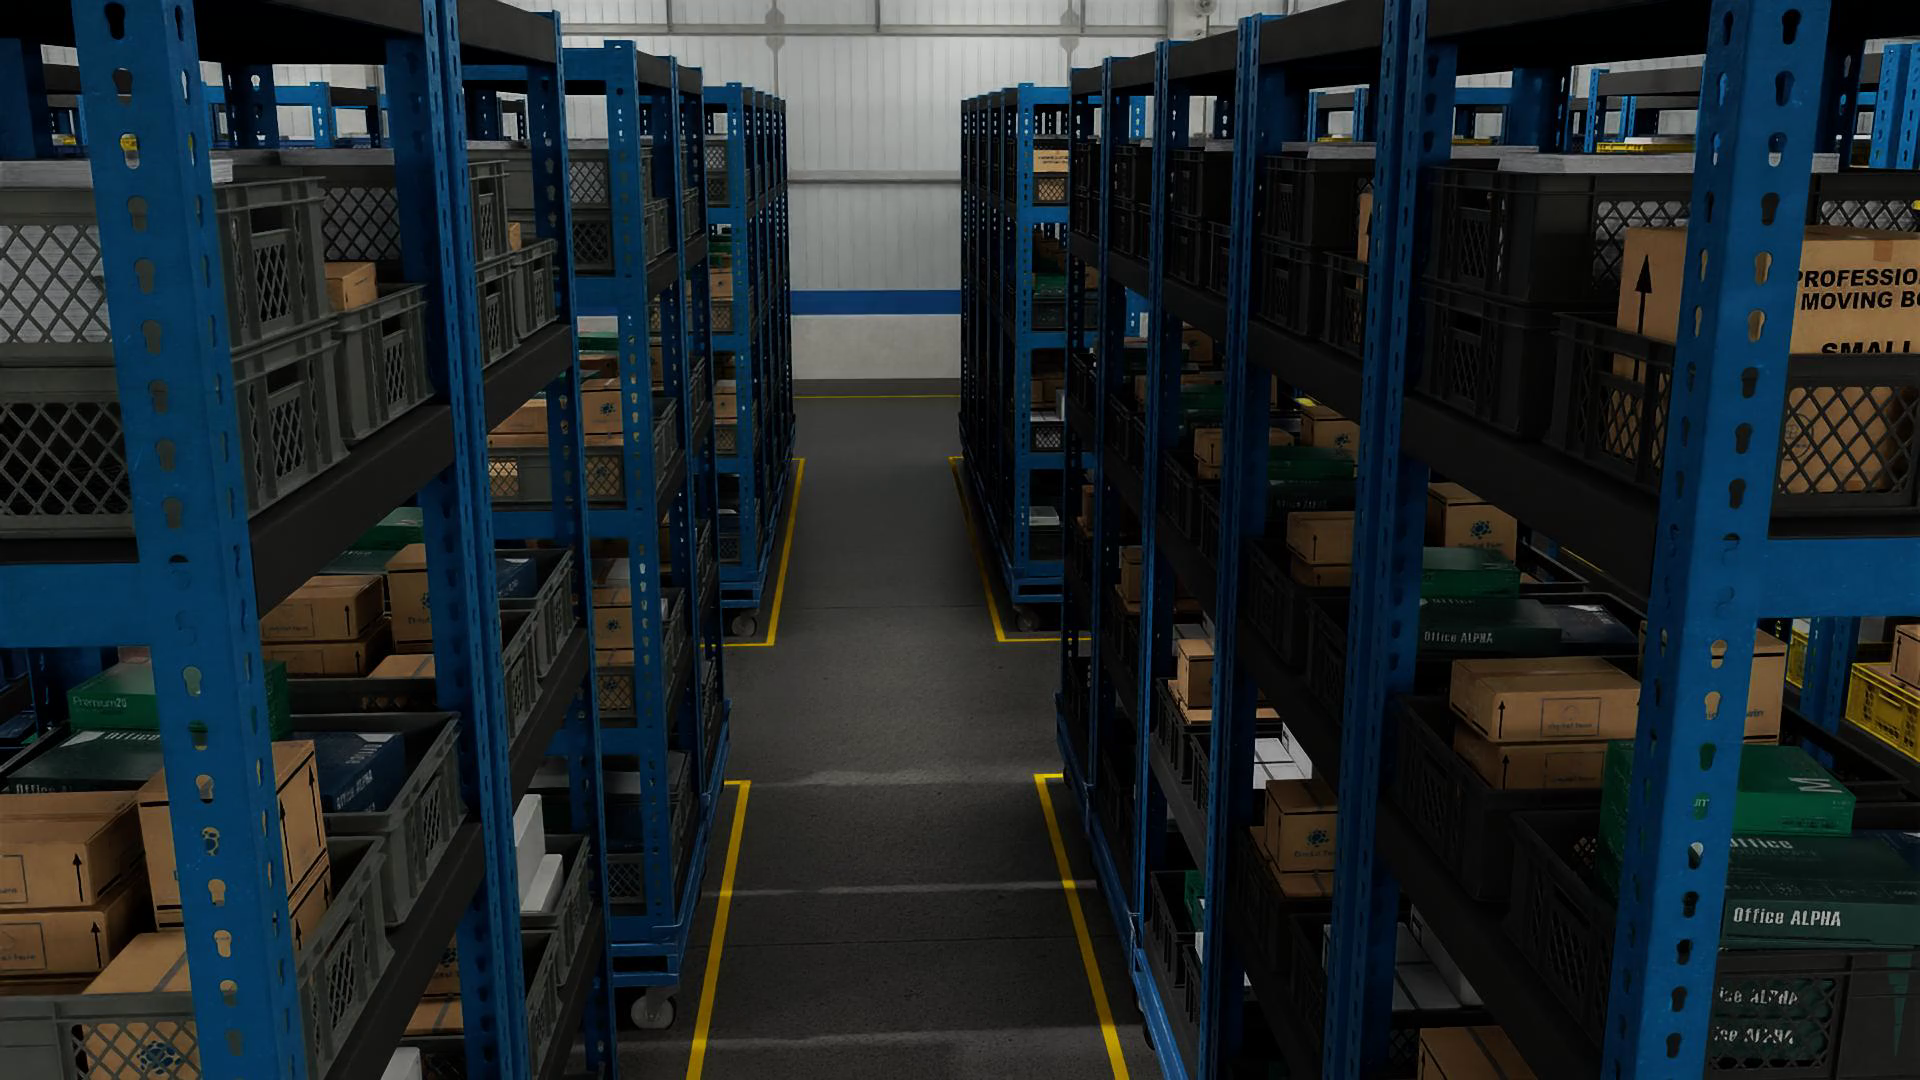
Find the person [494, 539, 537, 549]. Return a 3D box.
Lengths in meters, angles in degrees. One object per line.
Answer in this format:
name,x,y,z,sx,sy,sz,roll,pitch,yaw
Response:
person,-2.293,0.270,8.542,0.396,1.993,0.618,6,15,23

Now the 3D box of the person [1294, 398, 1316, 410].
person,1.931,0.088,9.614,0.599,1.832,0.404,-10,17,-35
